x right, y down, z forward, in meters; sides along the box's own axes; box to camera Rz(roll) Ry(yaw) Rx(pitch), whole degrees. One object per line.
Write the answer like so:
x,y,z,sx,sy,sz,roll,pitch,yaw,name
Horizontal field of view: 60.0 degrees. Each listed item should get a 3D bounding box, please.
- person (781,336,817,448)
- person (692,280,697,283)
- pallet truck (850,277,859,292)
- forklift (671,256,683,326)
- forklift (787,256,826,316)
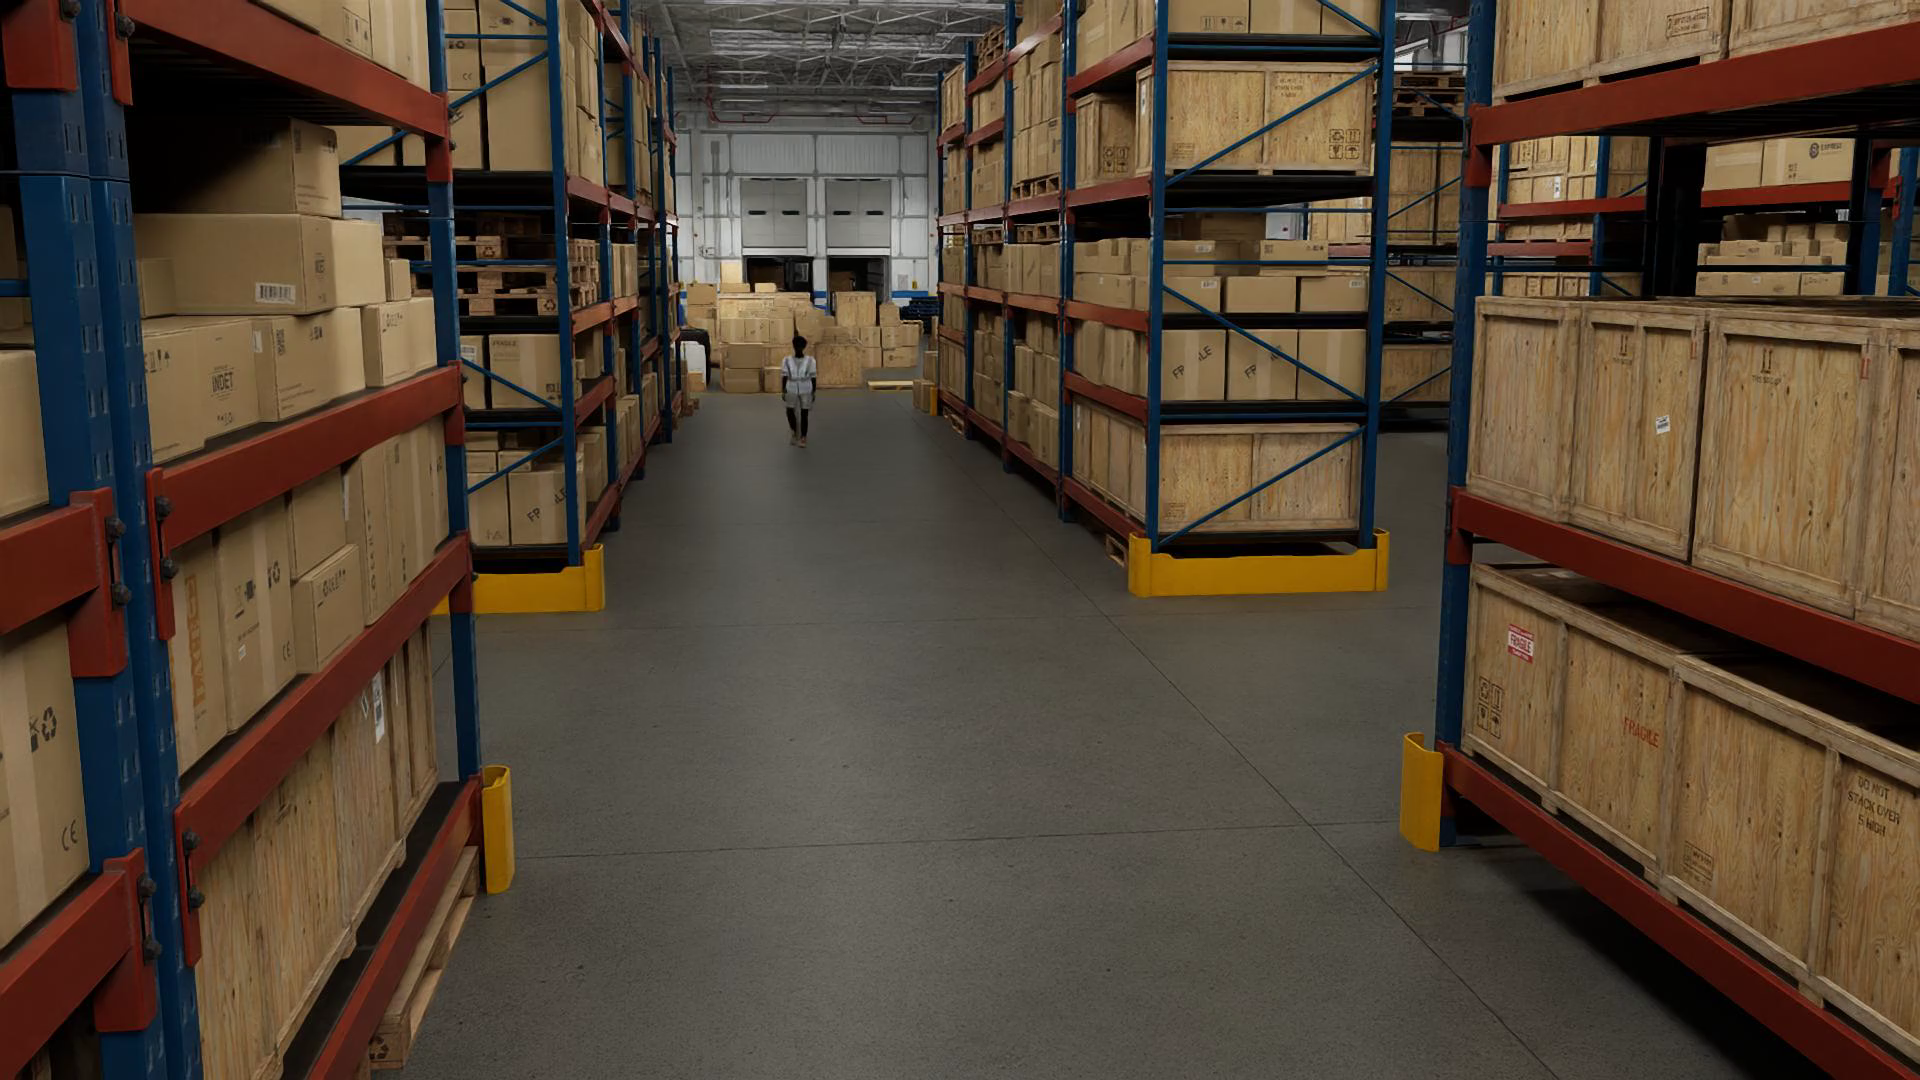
-2.407,-2.218,24.923,0.551,1.685,0.366,0,10,1,person
-10.015,-8.857,62.904,0.589,1.927,0.368,-1,10,-6,person
-3.782,-9.391,65.808,1.885,1.965,0.823,2,10,10,pallet truck
-10.866,-8.982,60.854,1.129,2.768,1.873,-4,11,-22,forklift
-5.659,-8.722,59.345,1.129,2.768,1.873,-6,12,-33,forklift
